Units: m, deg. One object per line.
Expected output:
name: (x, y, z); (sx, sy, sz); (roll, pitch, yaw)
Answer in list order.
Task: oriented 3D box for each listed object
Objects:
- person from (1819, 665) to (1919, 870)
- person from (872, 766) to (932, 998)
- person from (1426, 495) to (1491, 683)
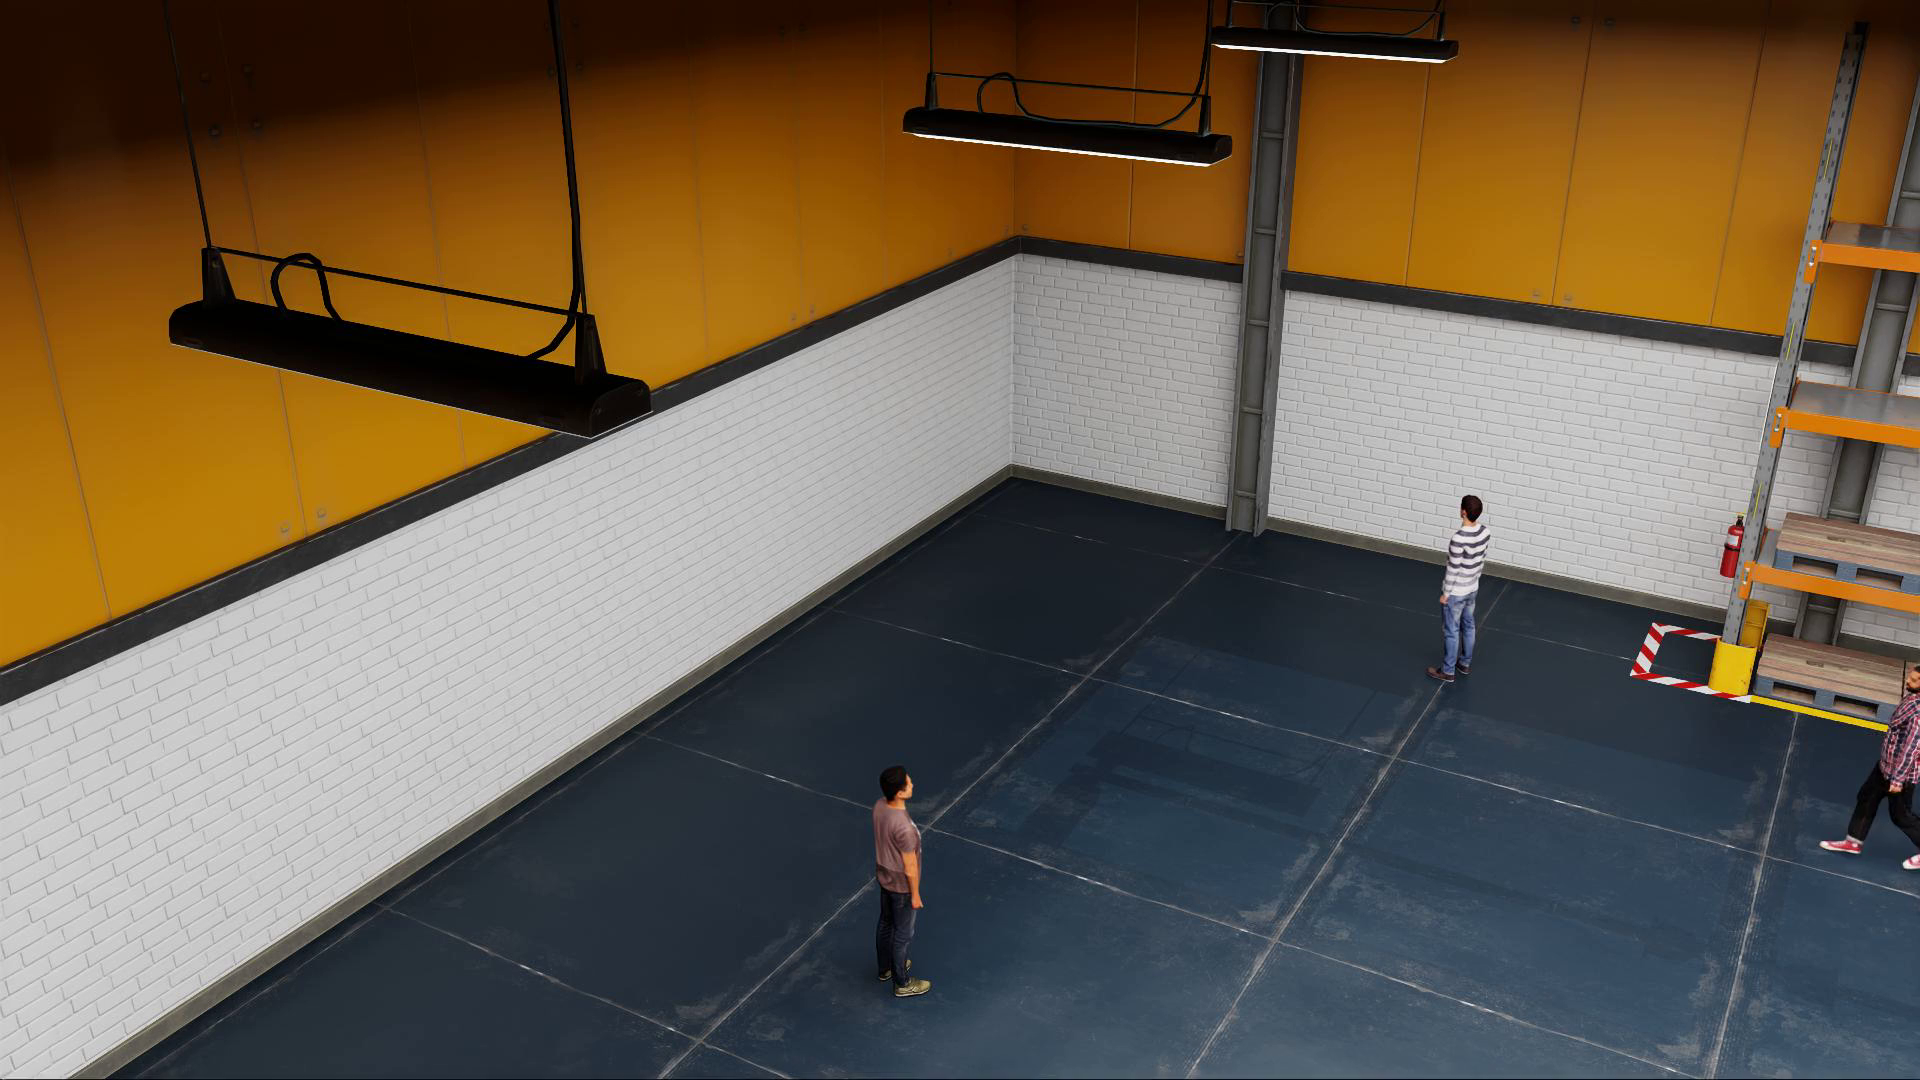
person: (7.343, 1.764, 12.836); (1.140, 1.749, 0.842); (7, 25, 16)
person: (-0.443, 2.339, 11.482); (0.766, 1.779, 0.655); (-13, 27, -26)
person: (4.747, 0.445, 15.722); (0.720, 1.854, 0.682); (-16, 28, -33)
